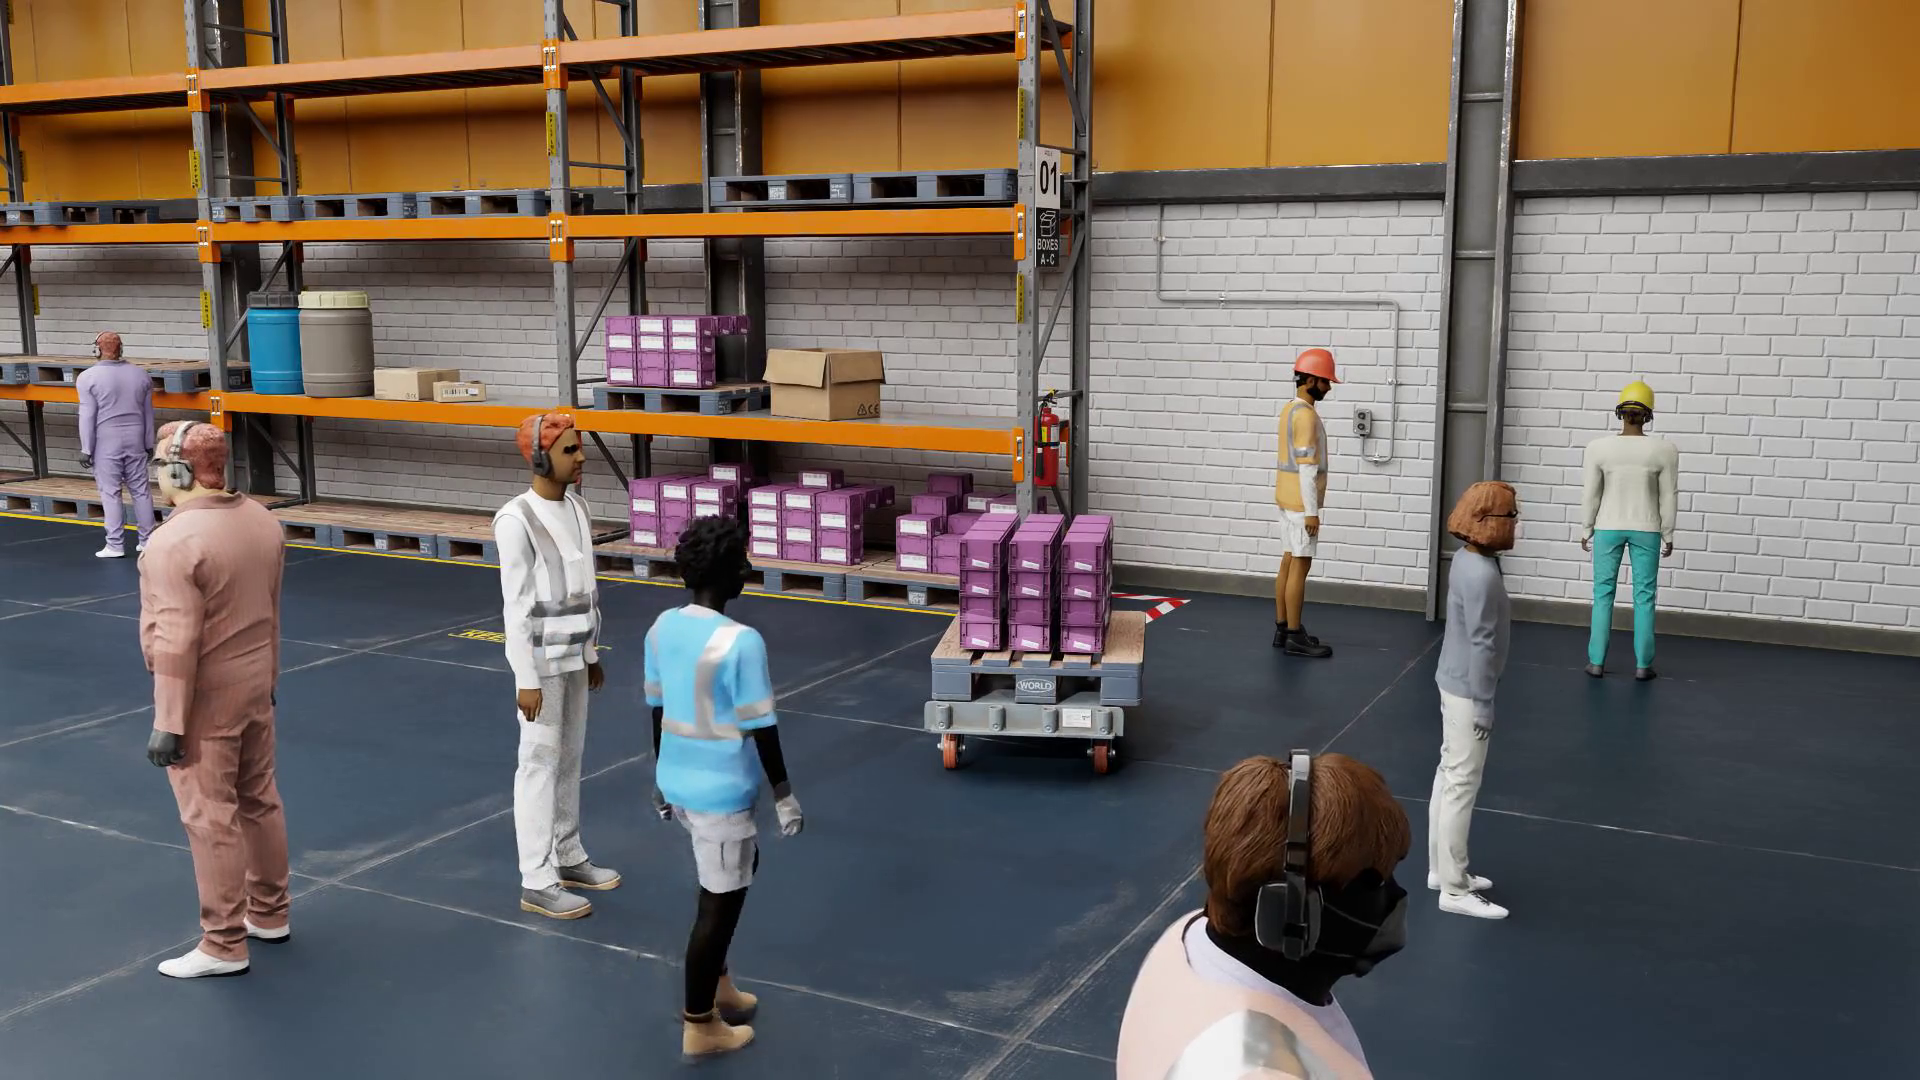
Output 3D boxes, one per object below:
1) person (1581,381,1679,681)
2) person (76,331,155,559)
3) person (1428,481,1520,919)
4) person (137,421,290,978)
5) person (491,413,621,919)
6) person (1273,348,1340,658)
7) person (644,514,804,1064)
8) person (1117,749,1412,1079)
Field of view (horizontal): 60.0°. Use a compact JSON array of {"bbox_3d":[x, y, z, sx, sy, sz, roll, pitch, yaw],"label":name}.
[{"bbox_3d":[3.934,-0.049,9.799,0.531,1.768,0.311,4,10,22],"label":"person"},{"bbox_3d":[-7.104,-0.799,13.993,0.400,1.907,0.644,6,11,33],"label":"person"},{"bbox_3d":[1.944,0.585,6.286,0.284,1.633,0.501,2,9,9],"label":"person"},{"bbox_3d":[-2.583,0.542,5.724,0.408,1.905,0.654,1,9,9],"label":"person"},{"bbox_3d":[-1.521,0.463,6.276,0.354,1.884,0.576,2,9,12],"label":"person"},{"bbox_3d":[2.171,-0.234,10.439,0.373,1.928,0.543,0,9,-1],"label":"person"},{"bbox_3d":[-0.694,0.754,5.095,0.481,1.685,0.540,-6,11,-35],"label":"person"},{"bbox_3d":[0.394,1.158,2.118,0.429,1.841,0.634,0,9,1],"label":"person"}]
